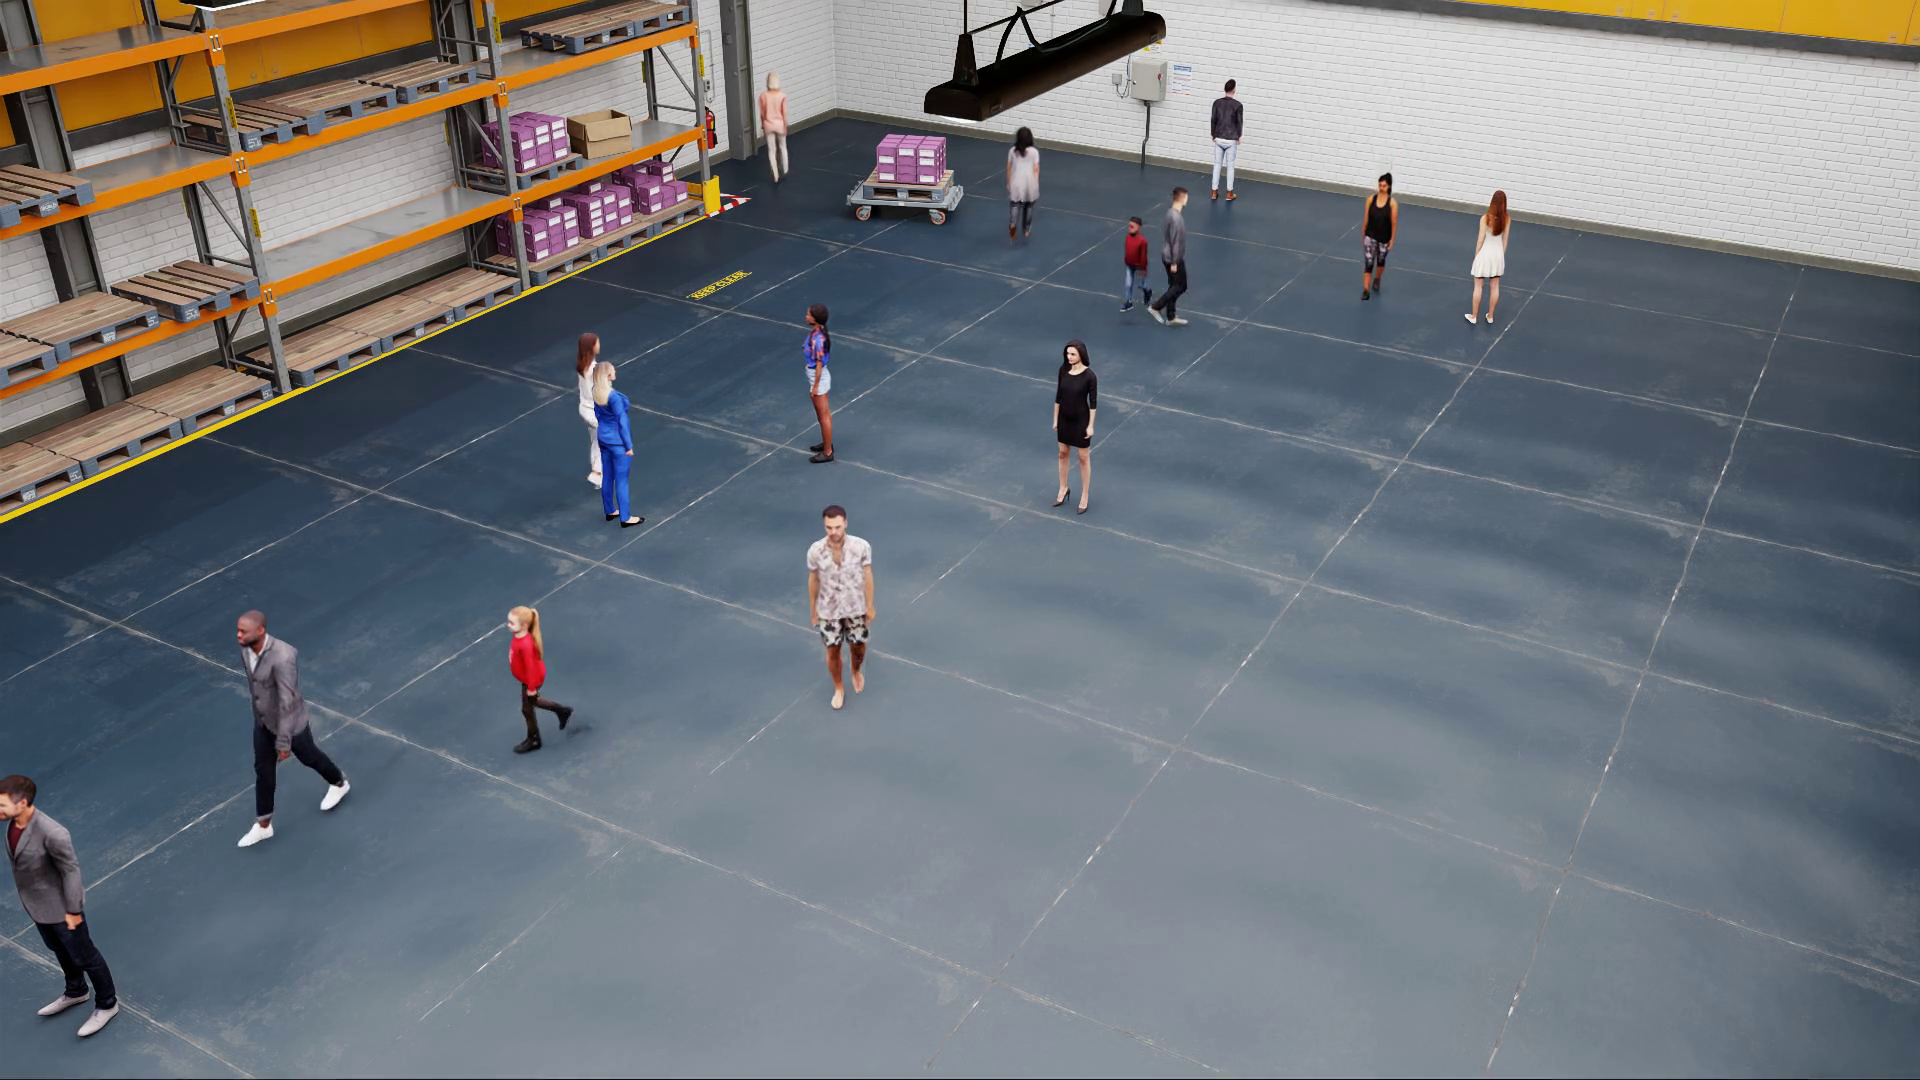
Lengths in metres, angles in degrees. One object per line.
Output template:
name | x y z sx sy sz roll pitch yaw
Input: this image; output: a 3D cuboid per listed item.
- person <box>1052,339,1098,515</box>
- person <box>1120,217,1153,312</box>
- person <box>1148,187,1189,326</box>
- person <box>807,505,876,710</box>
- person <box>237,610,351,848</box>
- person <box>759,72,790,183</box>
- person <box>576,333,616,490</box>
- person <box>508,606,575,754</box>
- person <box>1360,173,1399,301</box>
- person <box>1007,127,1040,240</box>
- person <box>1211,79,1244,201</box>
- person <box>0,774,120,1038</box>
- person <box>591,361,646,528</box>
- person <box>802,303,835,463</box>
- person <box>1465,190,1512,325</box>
person | 1.132 -1.126 16.367 0.617 1.804 0.507 19 34 31
person | 2.296 -3.567 21.431 0.578 1.242 0.757 23 36 36
person | 2.593 -3.520 20.823 0.924 1.741 0.868 -1 29 -2
person | -0.948 0.485 13.415 0.834 1.804 0.875 -1 29 -2
person | -4.807 1.282 11.992 0.749 1.768 1.152 14 32 24
person | -2.960 -6.531 26.382 0.889 1.703 1.023 -1 29 -2
person | -3.721 -1.259 16.742 0.723 1.679 0.711 -23 36 -36
person | -3.295 1.054 12.930 0.822 1.270 0.728 -12 31 -20
person | 5.515 -3.989 21.809 0.685 1.620 1.103 11 31 20
person | 0.897 -5.090 23.859 0.788 1.589 0.939 5 29 10
person | 4.087 -6.147 25.540 0.661 1.835 0.555 13 31 23
person | -5.564 2.201 10.196 0.664 1.874 0.574 16 32 26
person | -3.368 -0.938 16.131 0.632 1.700 0.672 -25 38 -38
person | -1.468 -1.656 17.406 0.726 1.741 0.619 0 29 -1
person | 6.673 -3.564 20.934 0.647 1.712 0.678 -1 29 -2
